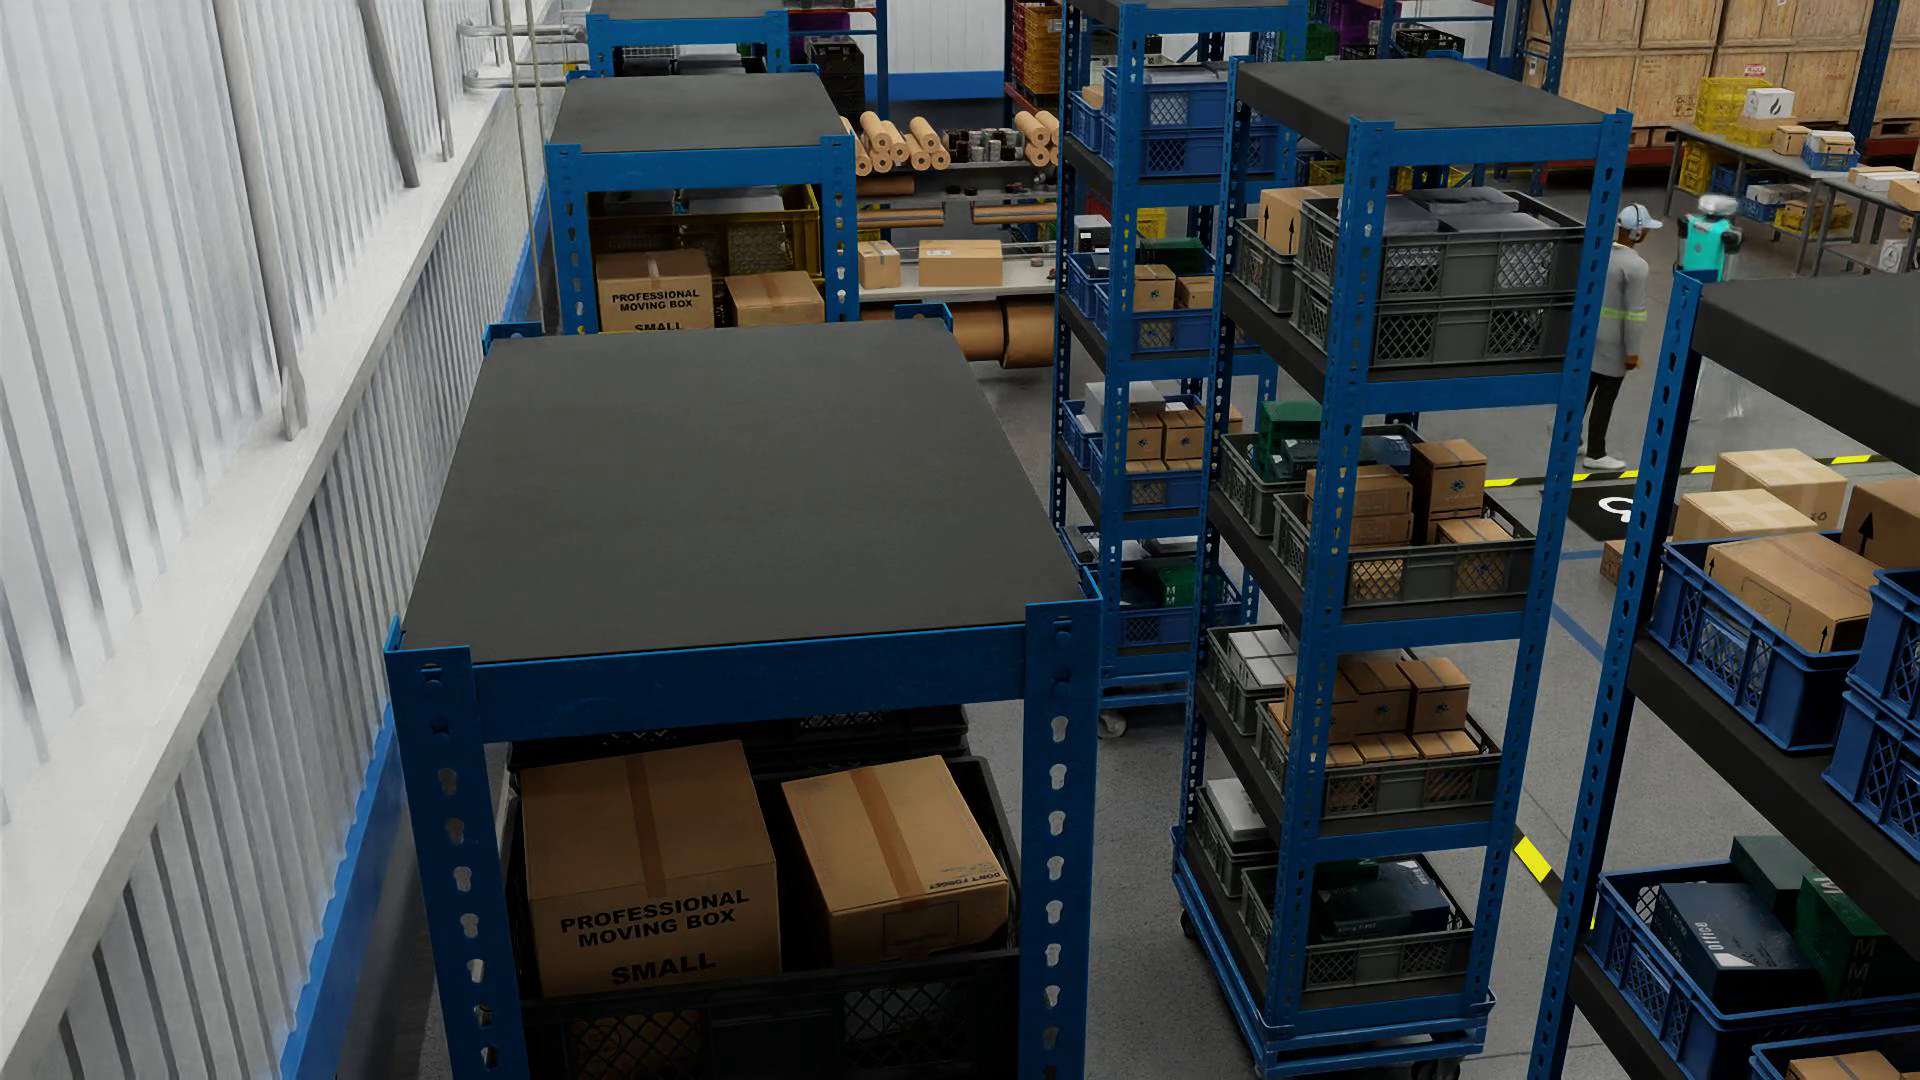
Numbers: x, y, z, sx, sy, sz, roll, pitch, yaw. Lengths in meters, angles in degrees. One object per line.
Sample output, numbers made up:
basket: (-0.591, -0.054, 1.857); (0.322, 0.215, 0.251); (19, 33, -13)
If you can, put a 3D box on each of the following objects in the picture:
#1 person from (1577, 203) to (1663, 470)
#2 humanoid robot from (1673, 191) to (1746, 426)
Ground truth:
person: (4.498, -1.400, 11.447); (0.397, 1.850, 0.596); (-7, 26, -14)
humanoid robot: (5.553, -1.733, 12.159); (0.736, 1.685, 0.534); (-11, 27, -23)
